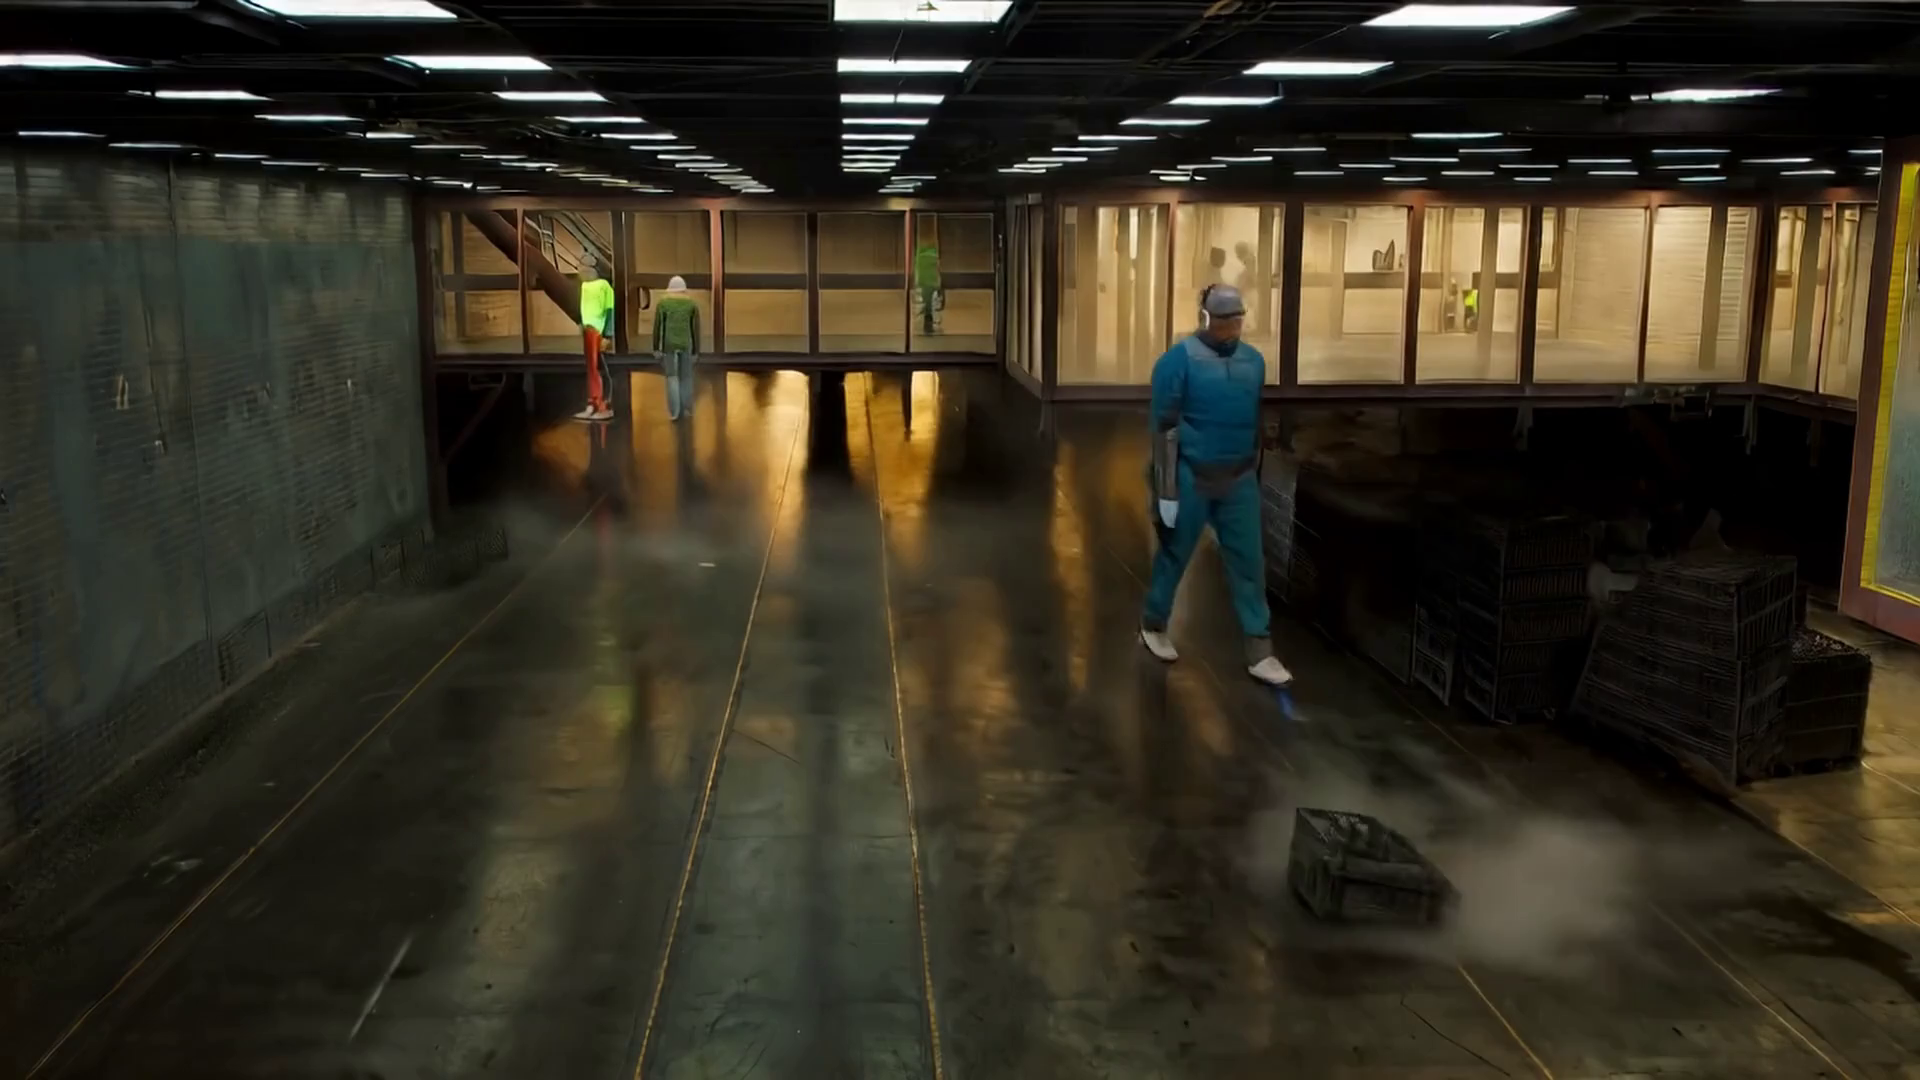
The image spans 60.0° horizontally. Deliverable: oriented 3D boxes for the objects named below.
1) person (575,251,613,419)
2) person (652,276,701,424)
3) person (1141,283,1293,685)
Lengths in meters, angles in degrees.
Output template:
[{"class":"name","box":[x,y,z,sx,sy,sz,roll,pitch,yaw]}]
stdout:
[{"class":"person","box":[-4.106,-2.286,18.618,0.512,1.872,0.328,9,14,39]},{"class":"person","box":[-3.132,-2.104,18.385,0.512,1.589,0.853,-3,11,-14]},{"class":"person","box":[1.186,-0.281,7.864,0.671,1.856,1.009,-5,12,-25]}]
